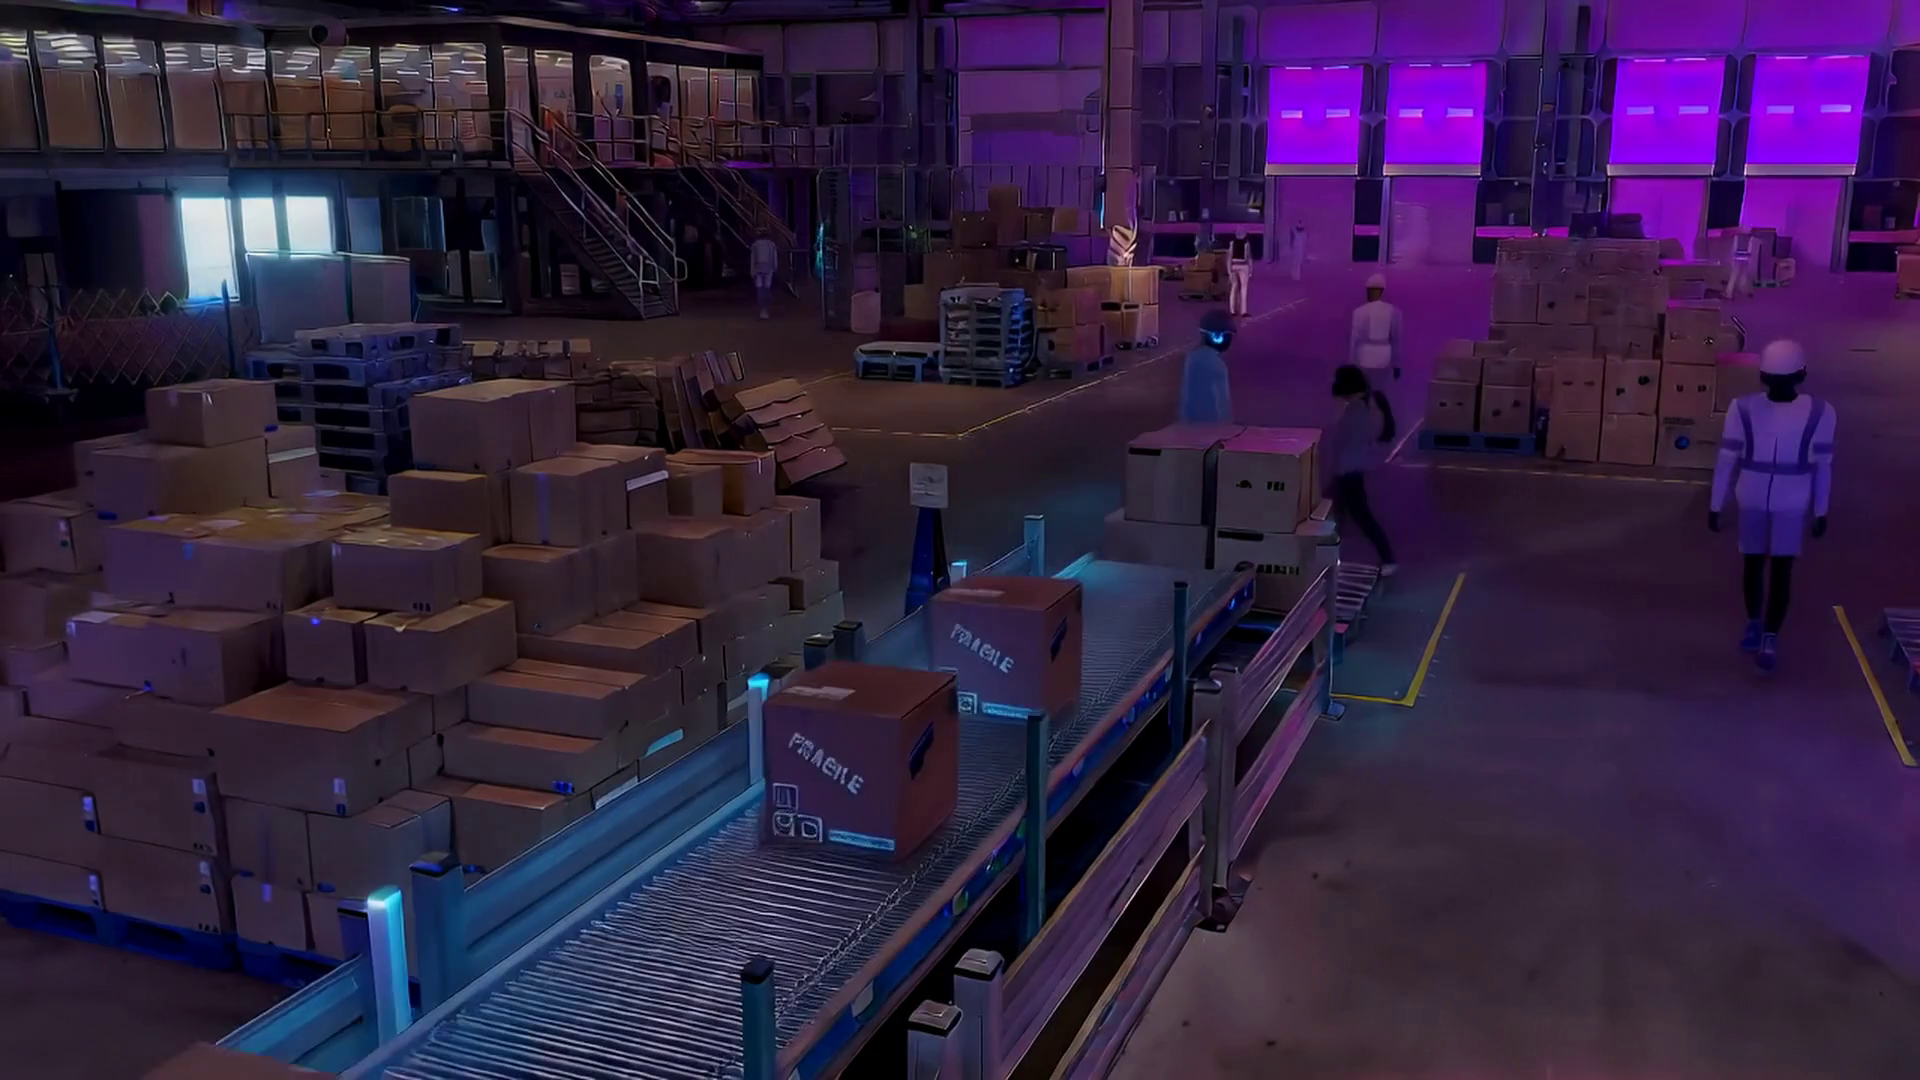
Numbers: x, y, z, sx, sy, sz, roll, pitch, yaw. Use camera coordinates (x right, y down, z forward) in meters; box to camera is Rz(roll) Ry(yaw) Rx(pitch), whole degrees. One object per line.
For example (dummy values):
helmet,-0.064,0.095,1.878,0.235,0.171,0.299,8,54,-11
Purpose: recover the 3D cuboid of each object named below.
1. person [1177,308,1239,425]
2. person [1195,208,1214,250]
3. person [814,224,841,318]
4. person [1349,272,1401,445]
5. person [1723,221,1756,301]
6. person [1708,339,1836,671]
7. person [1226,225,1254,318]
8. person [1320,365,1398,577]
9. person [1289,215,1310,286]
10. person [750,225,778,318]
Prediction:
person,2.027,-0.812,12.909,0.911,1.955,0.666,-3,13,-14
person,7.391,-9.161,50.641,0.900,1.830,0.541,11,17,41
person,-2.711,-5.498,34.055,0.588,1.911,0.390,-5,14,-23
person,4.531,-1.948,18.118,0.570,1.912,0.665,-1,13,-7
person,18.138,-6.463,38.550,0.966,1.842,0.579,-8,15,-32
person,4.913,-0.210,10.123,0.649,1.995,1.008,8,15,31
person,5.742,-5.492,34.076,0.579,1.884,0.352,7,14,29
person,2.896,-0.502,12.366,0.850,1.593,0.514,5,14,22
person,8.864,-7.546,43.415,0.522,1.832,0.457,-2,13,-9
person,-4.032,-5.519,34.212,0.563,1.886,1.005,0,13,-1
